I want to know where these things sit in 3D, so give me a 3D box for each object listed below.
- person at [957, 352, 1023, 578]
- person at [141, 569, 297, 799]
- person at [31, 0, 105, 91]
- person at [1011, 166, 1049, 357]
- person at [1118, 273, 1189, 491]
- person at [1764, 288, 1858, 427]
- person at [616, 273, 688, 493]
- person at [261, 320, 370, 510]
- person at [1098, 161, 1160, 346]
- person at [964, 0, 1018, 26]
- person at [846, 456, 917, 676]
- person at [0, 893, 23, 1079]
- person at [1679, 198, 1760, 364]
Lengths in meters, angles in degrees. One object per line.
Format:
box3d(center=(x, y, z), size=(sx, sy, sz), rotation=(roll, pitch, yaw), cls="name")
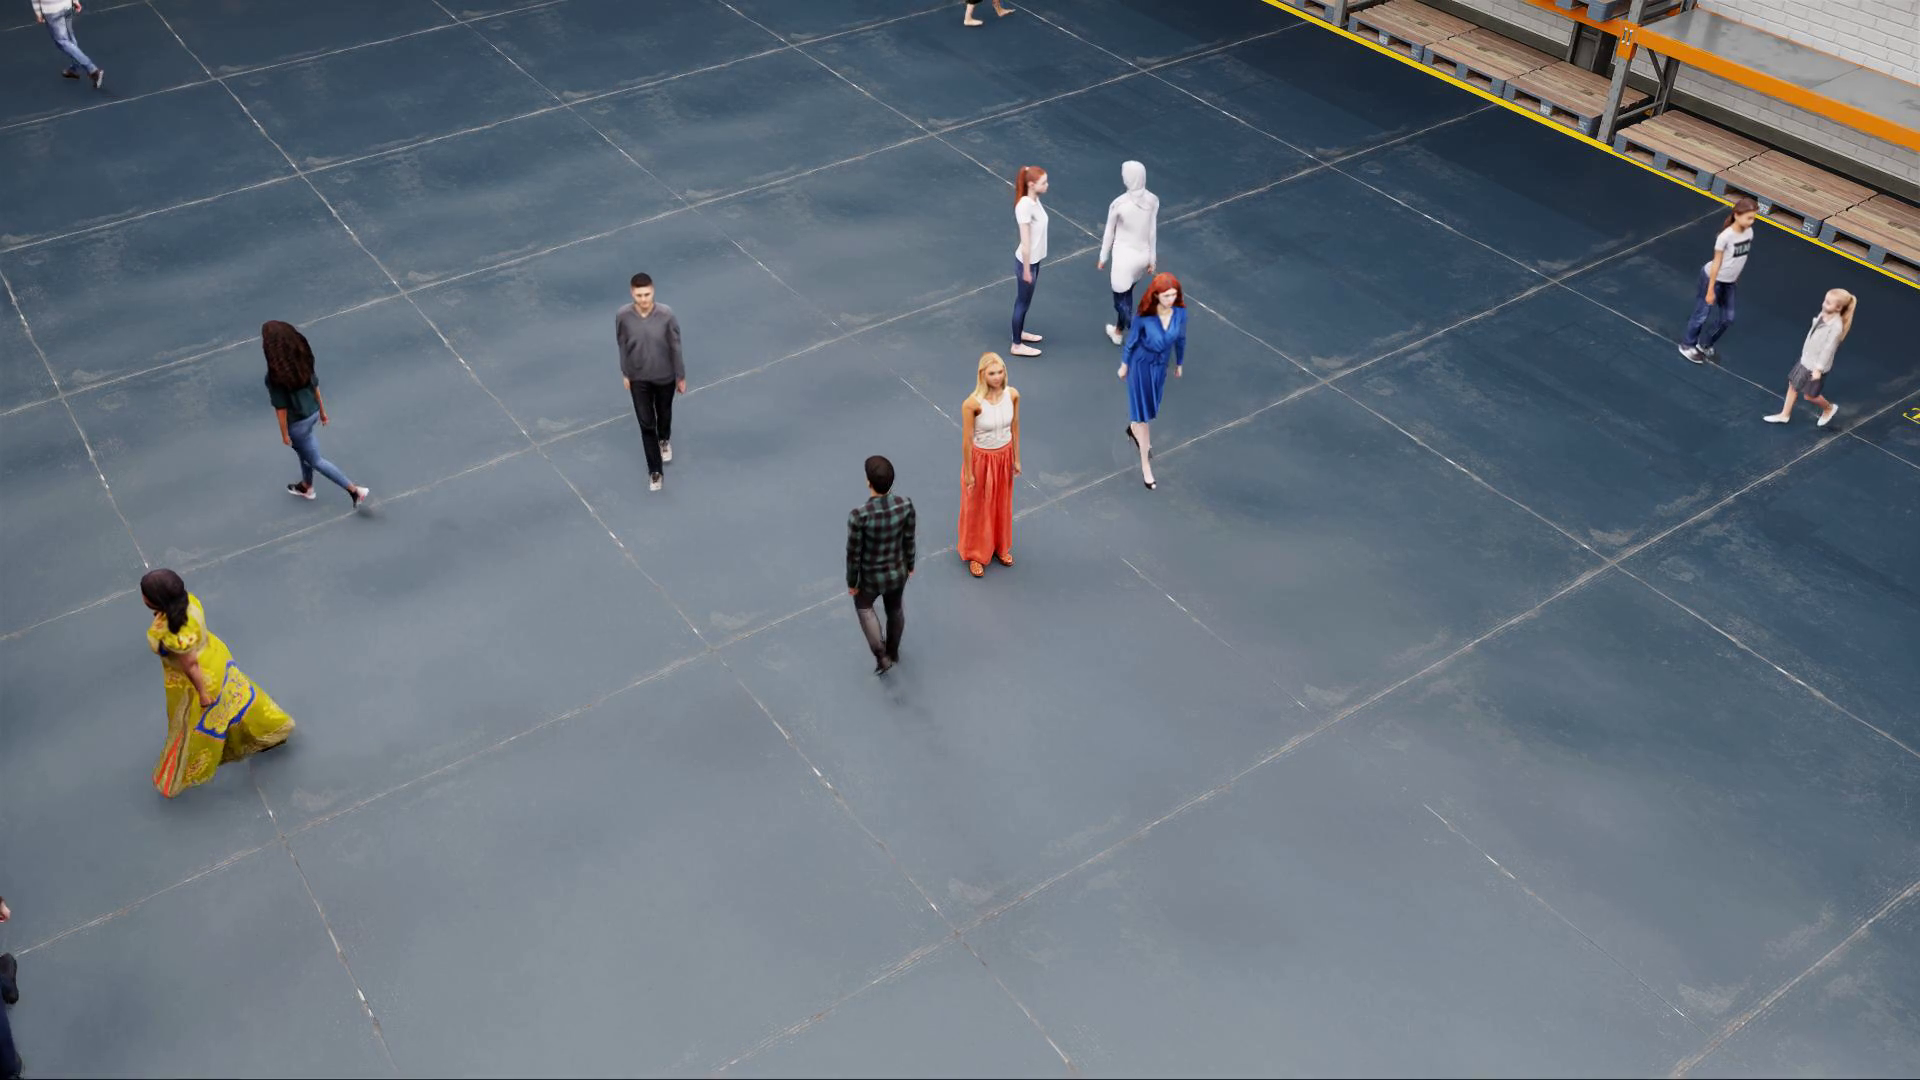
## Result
box3d(center=(0.208, -0.557, 11.849), size=(0.637, 1.803, 0.594), rotation=(-19, 43, -23), cls="person")
box3d(center=(-4.621, 0.814, 10.275), size=(1.064, 1.626, 1.156), rotation=(-10, 40, -13), cls="person")
box3d(center=(-10.018, -5.931, 18.558), size=(1.200, 1.828, 1.004), rotation=(17, 42, 20), cls="person")
box3d(center=(0.563, -2.382, 14.189), size=(0.689, 1.736, 0.632), rotation=(7, 39, 9), cls="person")
box3d(center=(1.446, -1.328, 12.835), size=(0.797, 1.778, 1.050), rotation=(-15, 41, -18), cls="person")
box3d(center=(6.943, -1.443, 13.391), size=(0.779, 1.263, 0.771), rotation=(0, 39, 0), cls="person")
box3d(center=(-2.377, -1.308, 12.852), size=(0.919, 1.726, 1.166), rotation=(-7, 39, -9), cls="person")
box3d(center=(-4.864, -0.886, 12.430), size=(1.112, 1.593, 0.967), rotation=(12, 40, 15), cls="person")
box3d(center=(1.482, -2.317, 14.094), size=(0.764, 1.753, 1.097), rotation=(-15, 41, -18), cls="person")
box3d(center=(0.189, -6.987, 20.065), size=(0.877, 1.598, 0.937), rotation=(-6, 39, -7), cls="person")
box3d(center=(-0.505, 0.234, 11.045), size=(0.772, 1.704, 0.796), rotation=(-14, 41, -17), cls="person")
box3d(center=(-5.155, 2.105, 8.495), size=(0.866, 1.829, 1.223), rotation=(-13, 41, -16), cls="person")
box3d(center=(6.419, -2.242, 14.164), size=(0.624, 1.547, 0.665), rotation=(-13, 40, -15), cls="person")
